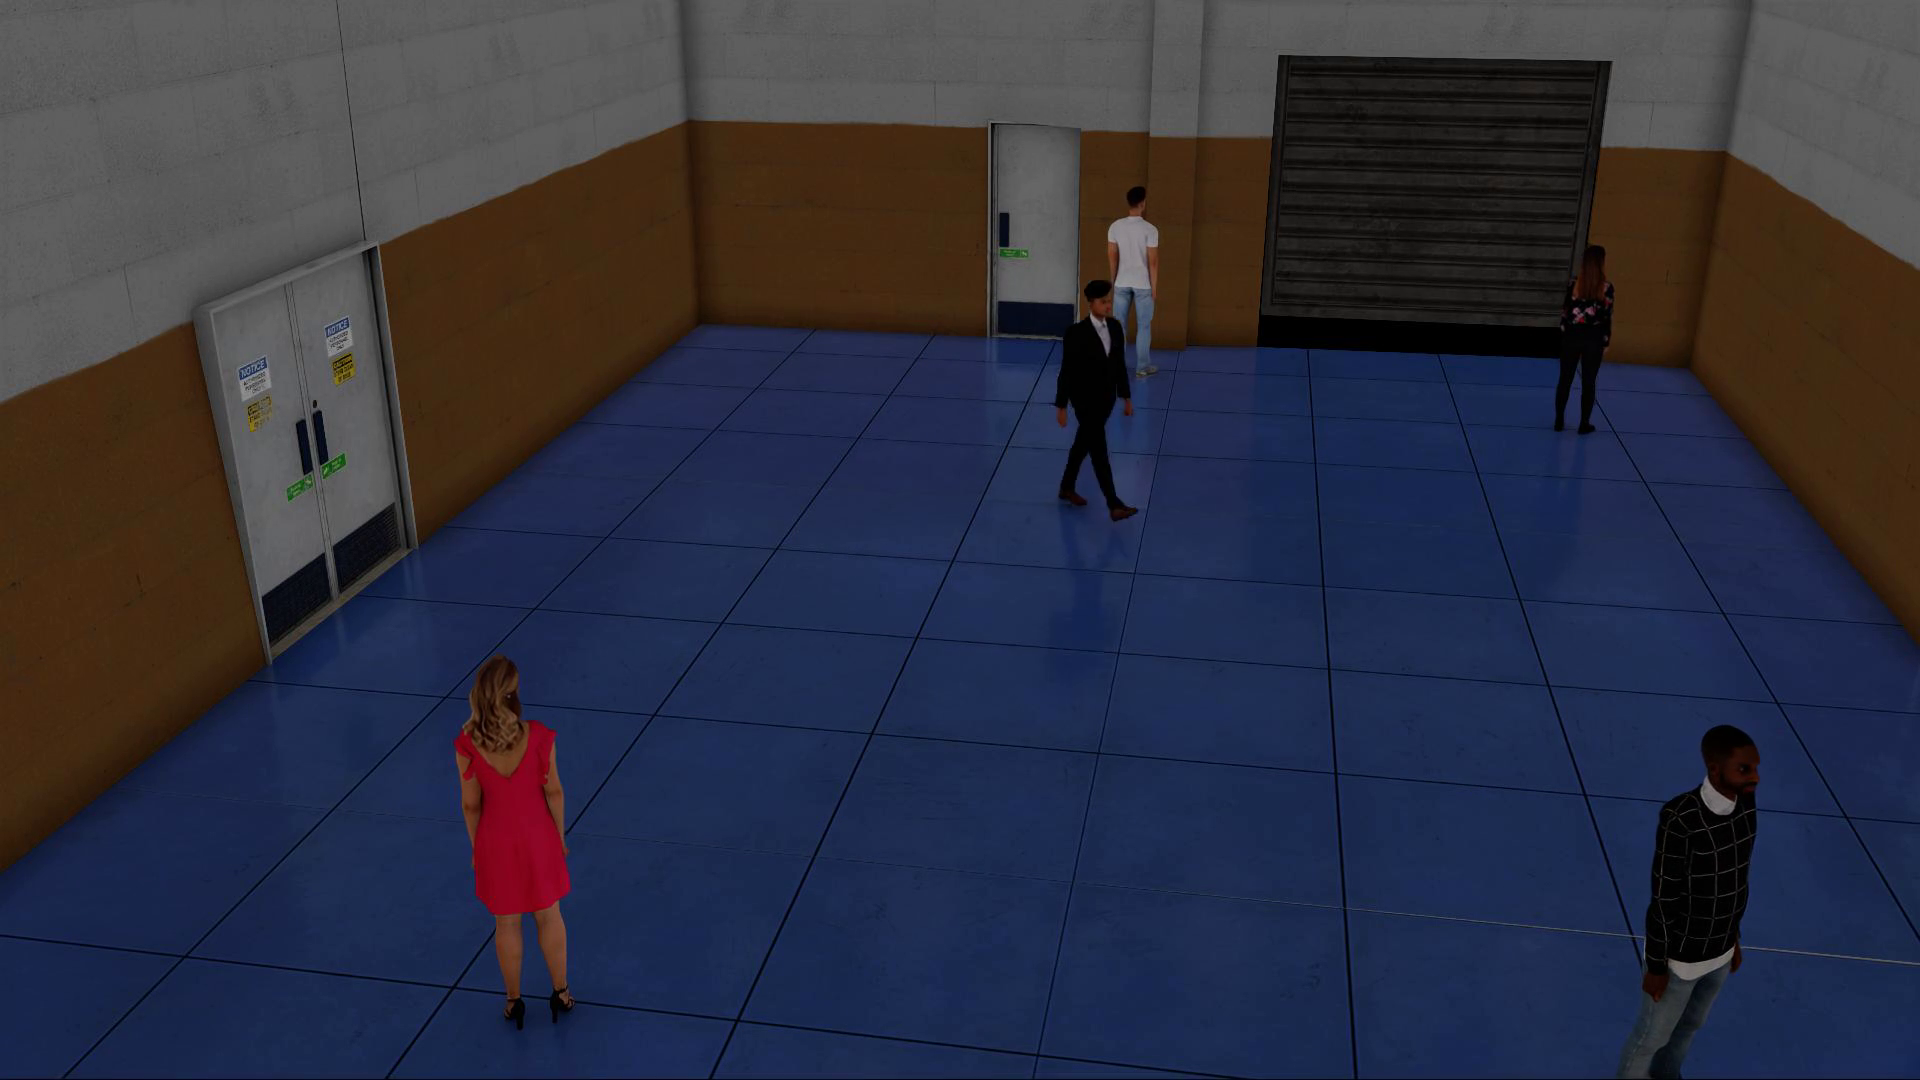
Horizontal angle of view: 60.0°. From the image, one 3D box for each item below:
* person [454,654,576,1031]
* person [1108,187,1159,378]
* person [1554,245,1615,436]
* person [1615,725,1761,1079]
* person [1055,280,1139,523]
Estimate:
[{"bbox_3d":[-1.878,1.284,7.040,0.588,1.728,0.702,-4,22,-11],"label":"person"},{"bbox_3d":[1.712,-2.535,16.363,0.615,1.863,0.796,11,24,25],"label":"person"},{"bbox_3d":[5.505,-1.769,14.699,0.566,1.683,0.705,13,25,29],"label":"person"},{"bbox_3d":[2.767,1.516,6.336,0.718,1.821,0.799,-12,25,-28],"label":"person"},{"bbox_3d":[0.964,-1.086,12.796,1.171,1.834,1.271,-17,27,-36],"label":"person"}]
